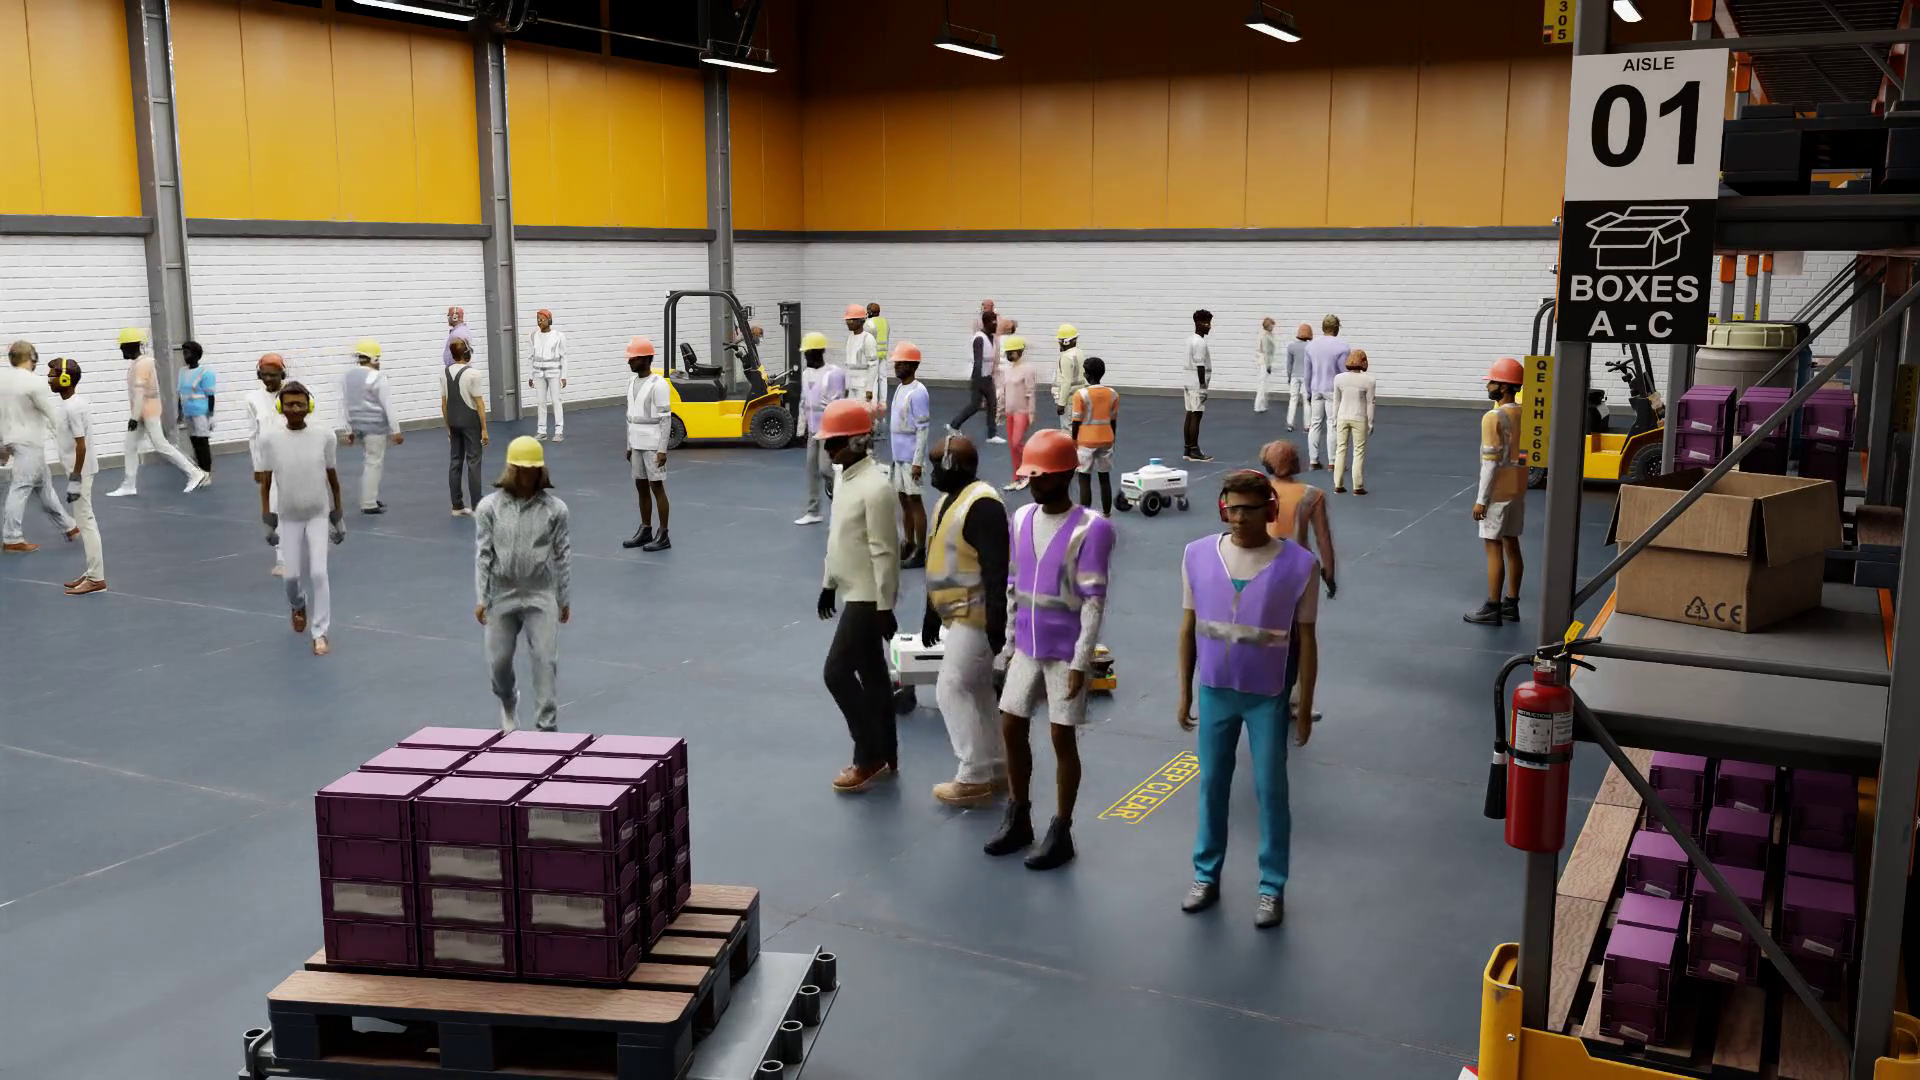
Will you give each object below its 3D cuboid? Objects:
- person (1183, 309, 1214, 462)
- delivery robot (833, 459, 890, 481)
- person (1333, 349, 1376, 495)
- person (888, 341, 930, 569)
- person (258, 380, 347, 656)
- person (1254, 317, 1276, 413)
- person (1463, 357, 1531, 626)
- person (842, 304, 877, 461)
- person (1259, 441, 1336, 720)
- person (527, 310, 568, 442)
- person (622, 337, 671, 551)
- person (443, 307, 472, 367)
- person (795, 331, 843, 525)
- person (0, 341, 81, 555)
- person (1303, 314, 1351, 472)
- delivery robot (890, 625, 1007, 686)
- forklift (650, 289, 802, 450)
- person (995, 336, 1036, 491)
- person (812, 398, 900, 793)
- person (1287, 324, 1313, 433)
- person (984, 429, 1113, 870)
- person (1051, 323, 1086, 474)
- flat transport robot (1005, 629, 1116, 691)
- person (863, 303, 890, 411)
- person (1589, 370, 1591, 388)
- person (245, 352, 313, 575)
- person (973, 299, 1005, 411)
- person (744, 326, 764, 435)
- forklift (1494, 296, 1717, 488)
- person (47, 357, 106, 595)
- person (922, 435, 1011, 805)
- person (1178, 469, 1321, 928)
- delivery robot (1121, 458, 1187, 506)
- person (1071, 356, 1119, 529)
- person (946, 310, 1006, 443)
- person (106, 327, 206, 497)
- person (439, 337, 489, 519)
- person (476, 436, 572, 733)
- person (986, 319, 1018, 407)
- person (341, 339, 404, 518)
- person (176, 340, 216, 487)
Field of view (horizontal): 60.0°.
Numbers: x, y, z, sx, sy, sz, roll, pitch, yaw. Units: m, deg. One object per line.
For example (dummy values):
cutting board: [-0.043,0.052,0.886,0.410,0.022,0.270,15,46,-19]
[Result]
person: [3.075,-2.001,21.542,0.372,1.962,0.603,-1,10,-6]
delivery robot: [-1.065,-0.729,17.976,0.477,0.478,0.707,-8,13,-38]
person: [4.381,-1.309,18.516,0.494,1.624,0.279,7,12,34]
person: [-0.454,-0.726,14.216,0.341,1.942,0.552,-4,11,-23]
person: [-4.448,-0.169,11.289,0.522,1.854,0.651,-4,10,-21]
person: [5.171,-2.953,28.068,0.324,1.612,0.630,3,10,14]
person: [3.910,-0.349,12.036,0.548,1.941,0.352,-8,12,-38]
person: [-1.301,-1.961,21.076,0.390,2.040,0.614,-7,12,-34]
person: [1.923,0.215,9.810,0.570,1.583,0.789,4,10,20]
person: [-5.884,-2.338,23.717,0.584,1.882,0.339,2,10,11]
person: [-2.852,-0.864,15.030,0.552,1.935,0.369,9,13,43]
person: [-7.336,-2.454,24.325,0.409,1.907,0.650,-2,10,-10]
person: [-1.397,-1.096,16.425,0.471,1.915,0.643,-9,13,-41]
person: [-8.318,-0.843,15.049,0.662,1.885,0.970,7,12,33]
person: [4.519,-1.805,20.478,0.629,1.940,0.376,9,13,43]
delivery robot: [-0.061,0.681,9.814,0.707,0.478,0.477,-1,10,-4]
forklift: [-3.358,-2.392,23.136,2.313,2.155,1.214,-1,10,-5]
person: [0.611,-1.420,18.749,0.386,1.752,0.555,-7,12,-36]
person: [-0.533,0.276,8.343,0.557,1.974,0.642,-3,10,-15]
person: [5.106,-2.396,24.843,0.531,1.635,0.418,6,12,33]
person: [0.389,0.479,7.279,0.562,1.930,0.412,8,13,40]
person: [1.316,-1.719,20.286,0.403,1.833,0.586,4,11,21]
flat transport robot: [0.554,0.706,10.759,0.652,0.197,1.431,-1,10,-6]
person: [-1.466,-3.119,28.366,0.430,1.845,0.622,8,12,38]
person: [7.959,-1.896,21.511,0.329,1.765,0.533,-4,11,-22]
person: [-5.666,-0.660,14.047,0.608,1.868,0.647,0,10,3]
person: [0.464,-3.150,28.359,0.652,1.906,0.403,-6,11,-30]
person: [-3.027,-2.344,24.502,0.369,1.611,0.523,-1,10,-5]
forklift: [7.296,-1.677,18.993,2.313,2.155,1.214,5,11,27]
person: [-6.988,-0.504,13.138,0.327,1.874,0.517,-5,11,-25]
person: [0.032,0.397,8.173,0.484,1.800,0.704,-2,10,-11]
person: [1.161,0.622,6.717,0.565,1.839,0.391,5,11,27]
delivery robot: [2.019,-0.602,17.243,0.707,0.478,0.477,-7,12,-35]
person: [1.301,-0.930,16.117,0.539,1.695,0.317,-6,12,-32]
person: [0.244,-2.318,23.599,0.808,1.891,0.599,5,11,25]
person: [-8.975,-1.431,18.473,0.958,1.886,0.588,-7,12,-34]
person: [-5.001,-1.130,16.837,0.508,1.847,0.345,4,11,21]
person: [-2.335,0.293,8.925,0.517,1.724,0.655,-3,10,-16]
person: [0.746,-2.762,26.916,0.628,1.622,0.522,-8,13,-38]
person: [-5.960,-1.143,17.007,0.607,1.814,0.579,7,12,34]
person: [-8.838,-1.467,19.247,0.535,1.697,0.336,5,11,28]
